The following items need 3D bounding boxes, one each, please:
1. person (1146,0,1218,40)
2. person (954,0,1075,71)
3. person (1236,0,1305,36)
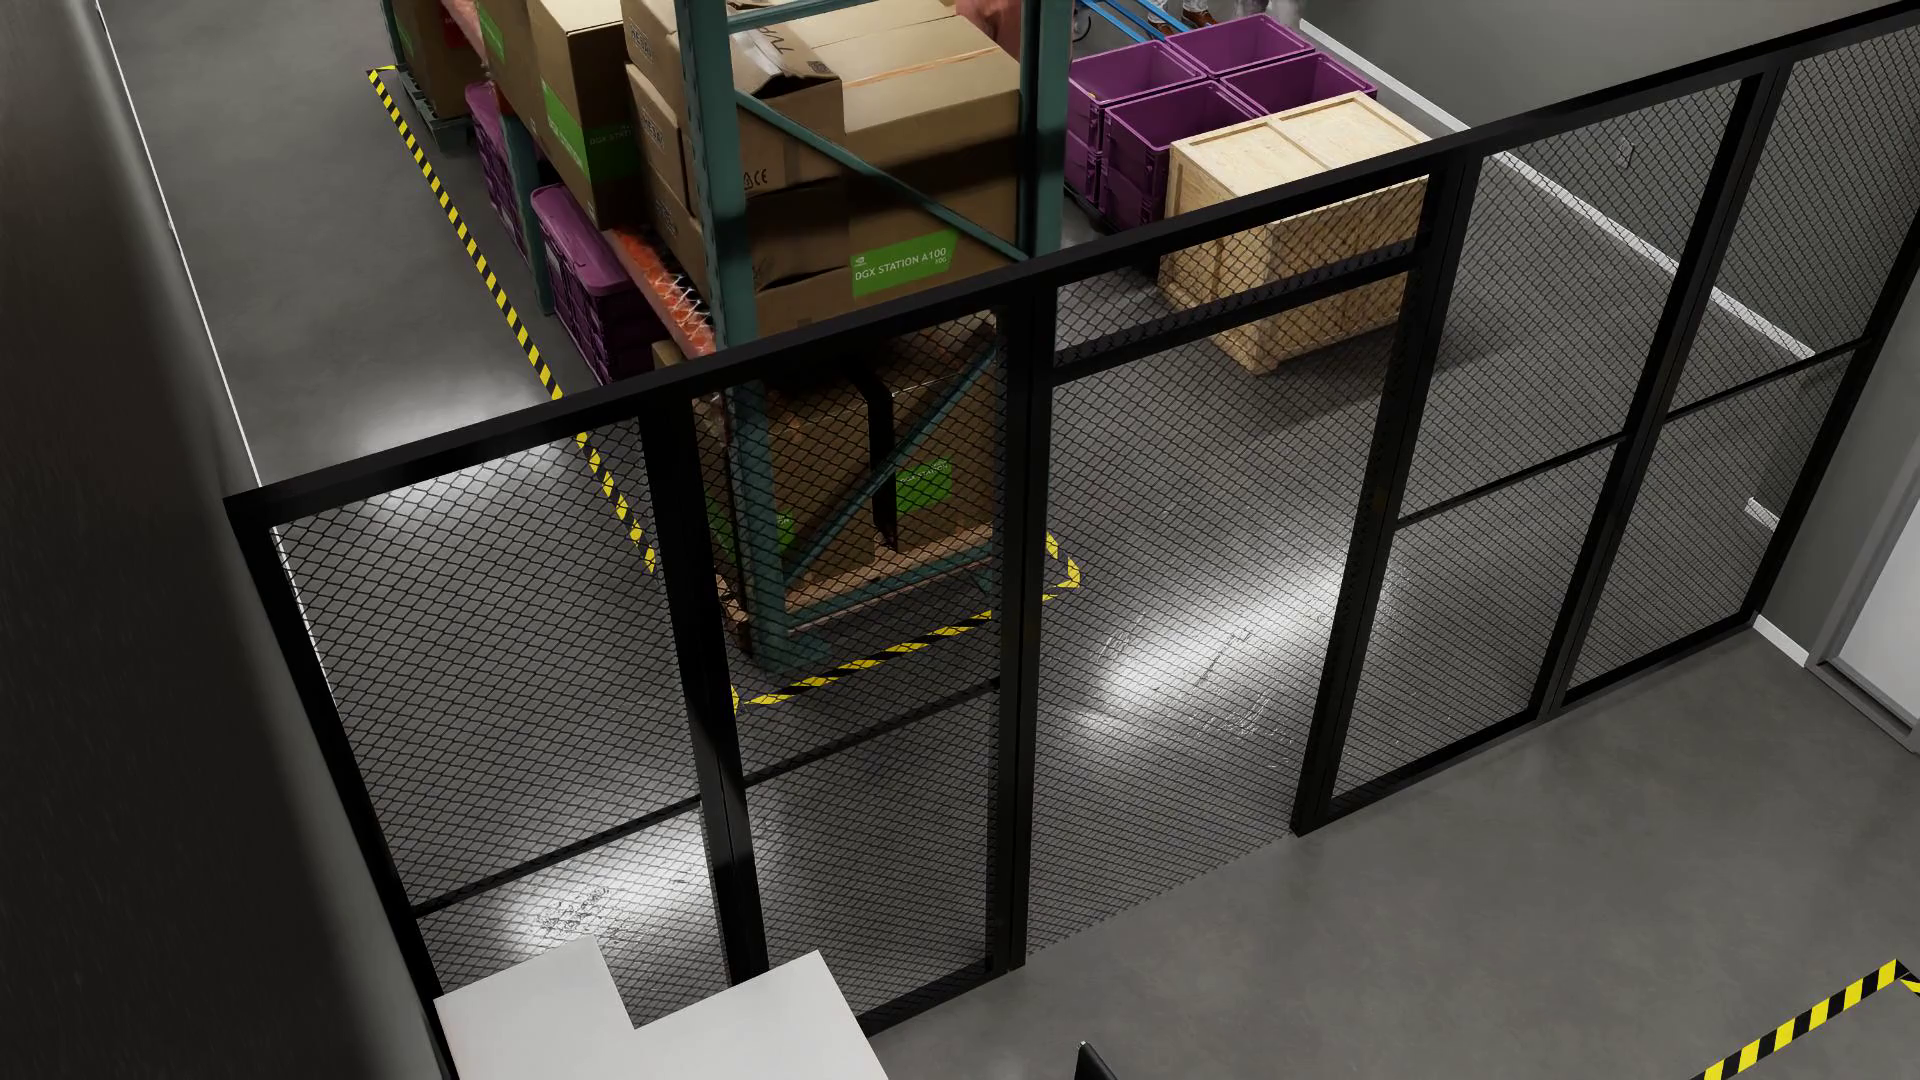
[{"bbox_3d":[1.271,-3.627,8.914,0.630,1.940,0.372,-22,47,-22],"label":"person"},{"bbox_3d":[0.201,-1.818,6.893,0.614,1.993,0.395,-30,50,-29],"label":"person"},{"bbox_3d":[1.554,-3.039,8.393,0.406,1.784,0.713,-32,51,-30],"label":"person"}]
